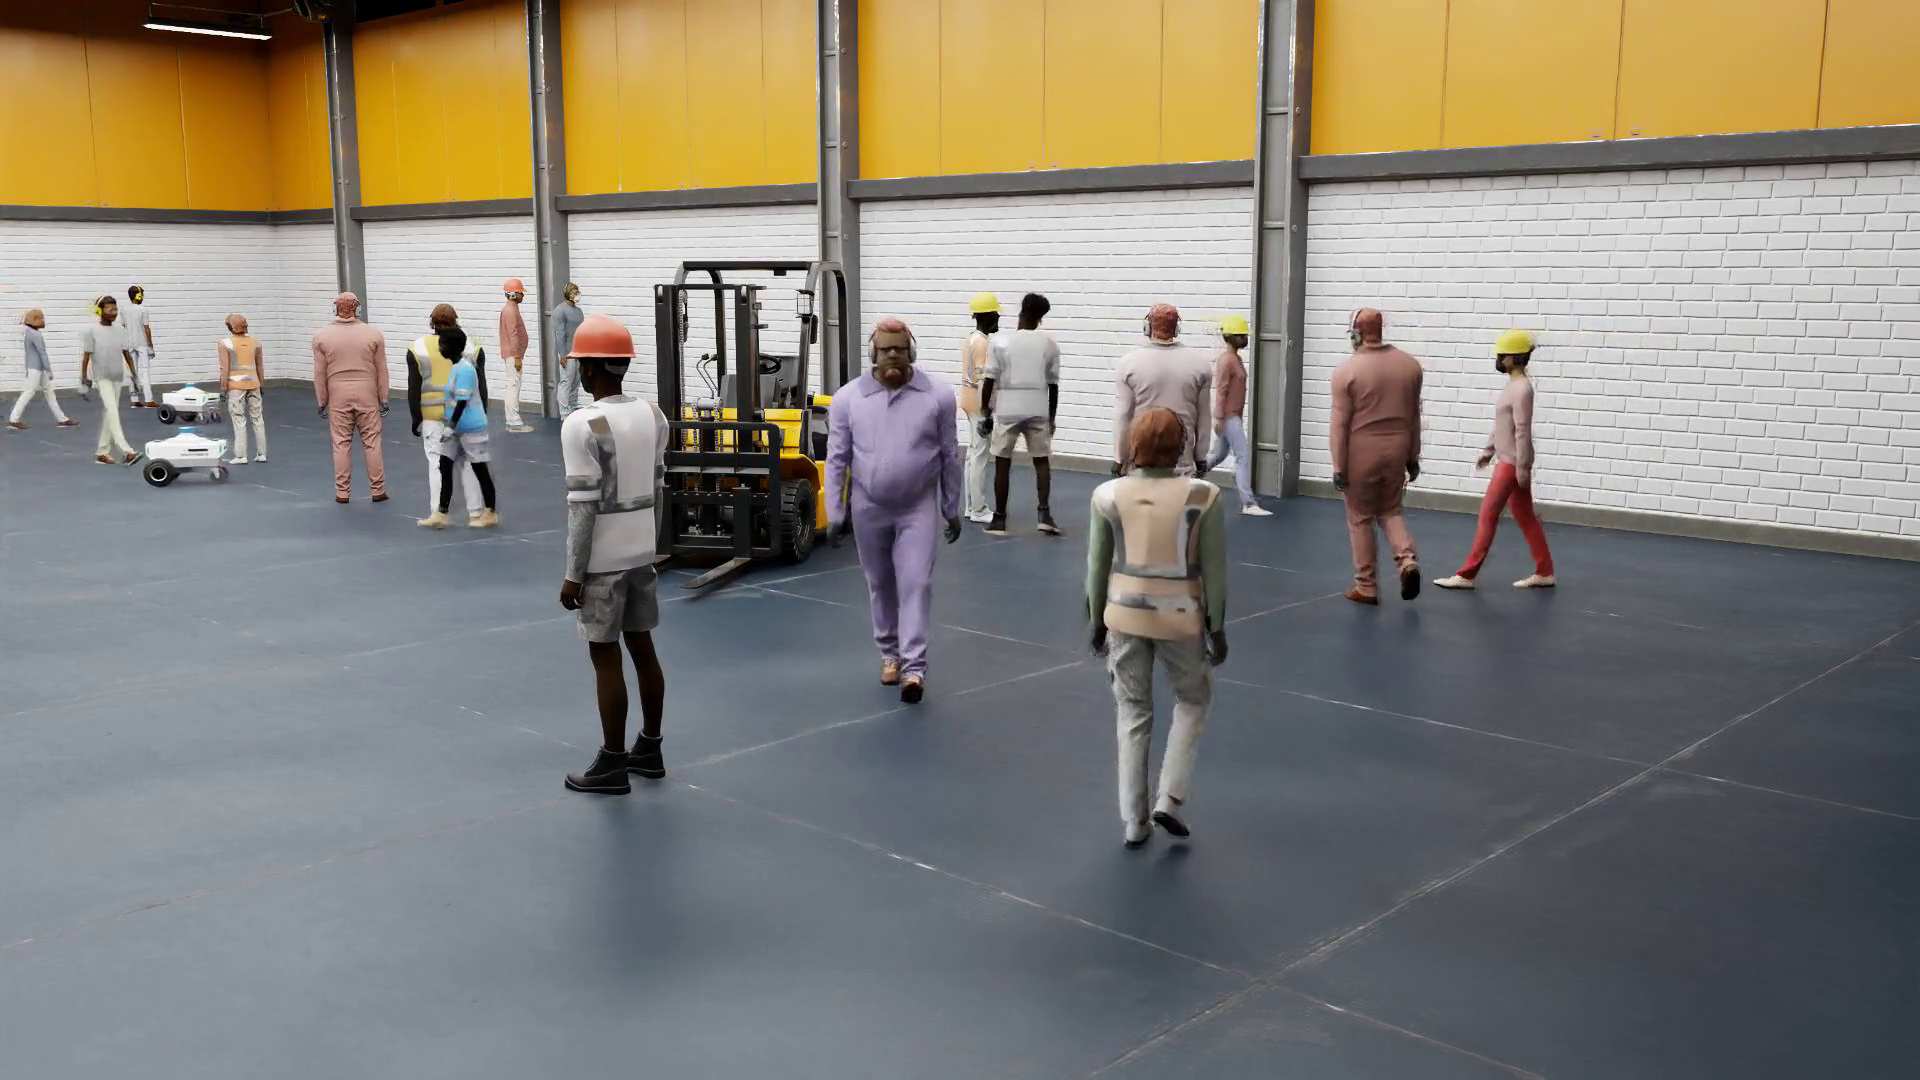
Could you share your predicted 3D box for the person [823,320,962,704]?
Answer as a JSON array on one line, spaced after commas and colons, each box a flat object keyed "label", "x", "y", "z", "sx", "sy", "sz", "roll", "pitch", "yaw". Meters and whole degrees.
[{"label": "person", "x": -0.338, "y": -0.136, "z": 8.173, "sx": 0.675, "sy": 1.859, "sz": 0.978, "roll": 0, "pitch": 9, "yaw": 2}]

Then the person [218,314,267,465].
[{"label": "person", "x": -7.791, "y": -1.633, "z": 18.062, "sx": 0.311, "sy": 1.636, "sz": 0.523, "roll": 6, "pitch": 11, "yaw": 34}]

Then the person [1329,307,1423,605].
[{"label": "person", "x": 2.599, "y": -0.507, "z": 10.390, "sx": 0.658, "sy": 1.888, "sz": 0.506, "roll": -3, "pitch": 10, "yaw": -17}]

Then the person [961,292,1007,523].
[{"label": "person", "x": 0.195, "y": -1.107, "z": 13.939, "sx": 0.364, "sy": 1.930, "sz": 0.588, "roll": -1, "pitch": 9, "yaw": -8}]

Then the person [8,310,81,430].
[{"label": "person", "x": -12.228, "y": -2.255, "z": 22.046, "sx": 0.881, "sy": 1.588, "sz": 0.511, "roll": -8, "pitch": 12, "yaw": -39}]

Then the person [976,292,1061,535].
[{"label": "person", "x": 0.477, "y": -0.987, "z": 13.213, "sx": 0.689, "sy": 1.940, "sz": 0.423, "roll": -2, "pitch": 9, "yaw": -11}]

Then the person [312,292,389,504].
[{"label": "person", "x": -5.501, "y": -1.281, "z": 15.076, "sx": 0.638, "sy": 1.910, "sz": 0.407, "roll": -3, "pitch": 10, "yaw": -17}]

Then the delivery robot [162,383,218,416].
[{"label": "delivery robot", "x": -10.540, "y": -1.911, "z": 22.788, "sx": 0.707, "sy": 0.478, "sz": 0.477, "roll": 2, "pitch": 9, "yaw": 14}]

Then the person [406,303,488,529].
[{"label": "person", "x": -4.178, "y": -1.006, "z": 13.588, "sx": 0.625, "sy": 1.843, "sz": 0.430, "roll": -4, "pitch": 10, "yaw": -21}]

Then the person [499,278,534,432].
[{"label": "person", "x": -5.787, "y": -2.396, "z": 21.644, "sx": 0.379, "sy": 1.994, "sz": 0.611, "roll": -3, "pitch": 10, "yaw": -20}]

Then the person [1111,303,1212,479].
[{"label": "person", "x": 1.273, "y": -0.553, "z": 10.615, "sx": 0.653, "sy": 1.906, "sz": 0.408, "roll": -2, "pitch": 9, "yaw": -10}]

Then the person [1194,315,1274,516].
[{"label": "person", "x": 2.274, "y": -1.079, "z": 14.384, "sx": 0.861, "sy": 1.736, "sz": 0.529, "roll": 3, "pitch": 10, "yaw": 19}]

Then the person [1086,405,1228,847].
[{"label": "person", "x": 0.722, "y": 0.321, "z": 6.101, "sx": 0.543, "sy": 1.623, "sz": 0.372, "roll": 4, "pitch": 10, "yaw": 21}]

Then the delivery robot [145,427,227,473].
[{"label": "delivery robot", "x": -7.625, "y": -0.870, "z": 16.405, "sx": 0.707, "sy": 0.478, "sz": 0.477, "roll": -3, "pitch": 10, "yaw": -17}]

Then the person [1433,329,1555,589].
[{"label": "person", "x": 3.595, "y": -0.522, "z": 10.979, "sx": 0.784, "sy": 1.730, "sz": 0.528, "roll": 3, "pitch": 10, "yaw": 16}]

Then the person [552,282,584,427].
[{"label": "person", "x": -5.216, "y": -2.484, "z": 22.356, "sx": 0.372, "sy": 1.940, "sz": 0.627, "roll": 2, "pitch": 10, "yaw": 15}]

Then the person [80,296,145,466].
[{"label": "person", "x": -9.049, "y": -1.693, "z": 17.837, "sx": 0.949, "sy": 1.823, "sz": 0.532, "roll": 4, "pitch": 10, "yaw": 25}]

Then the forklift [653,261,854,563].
[{"label": "forklift", "x": -1.552, "y": -1.040, "z": 12.721, "sx": 1.214, "sy": 2.155, "sz": 2.313, "roll": 2, "pitch": 9, "yaw": 11}]

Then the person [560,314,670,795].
[{"label": "person", "x": -1.417, "y": 0.062, "z": 6.746, "sx": 0.354, "sy": 1.938, "sz": 0.545, "roll": 5, "pitch": 10, "yaw": 28}]

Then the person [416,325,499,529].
[{"label": "person", "x": -4.094, "y": -0.892, "z": 13.415, "sx": 0.744, "sy": 1.660, "sz": 0.536, "roll": -7, "pitch": 11, "yaw": -36}]

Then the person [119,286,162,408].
[{"label": "person", "x": -12.562, "y": -2.948, "z": 25.432, "sx": 0.520, "sy": 1.865, "sz": 0.333, "roll": 2, "pitch": 9, "yaw": 12}]
